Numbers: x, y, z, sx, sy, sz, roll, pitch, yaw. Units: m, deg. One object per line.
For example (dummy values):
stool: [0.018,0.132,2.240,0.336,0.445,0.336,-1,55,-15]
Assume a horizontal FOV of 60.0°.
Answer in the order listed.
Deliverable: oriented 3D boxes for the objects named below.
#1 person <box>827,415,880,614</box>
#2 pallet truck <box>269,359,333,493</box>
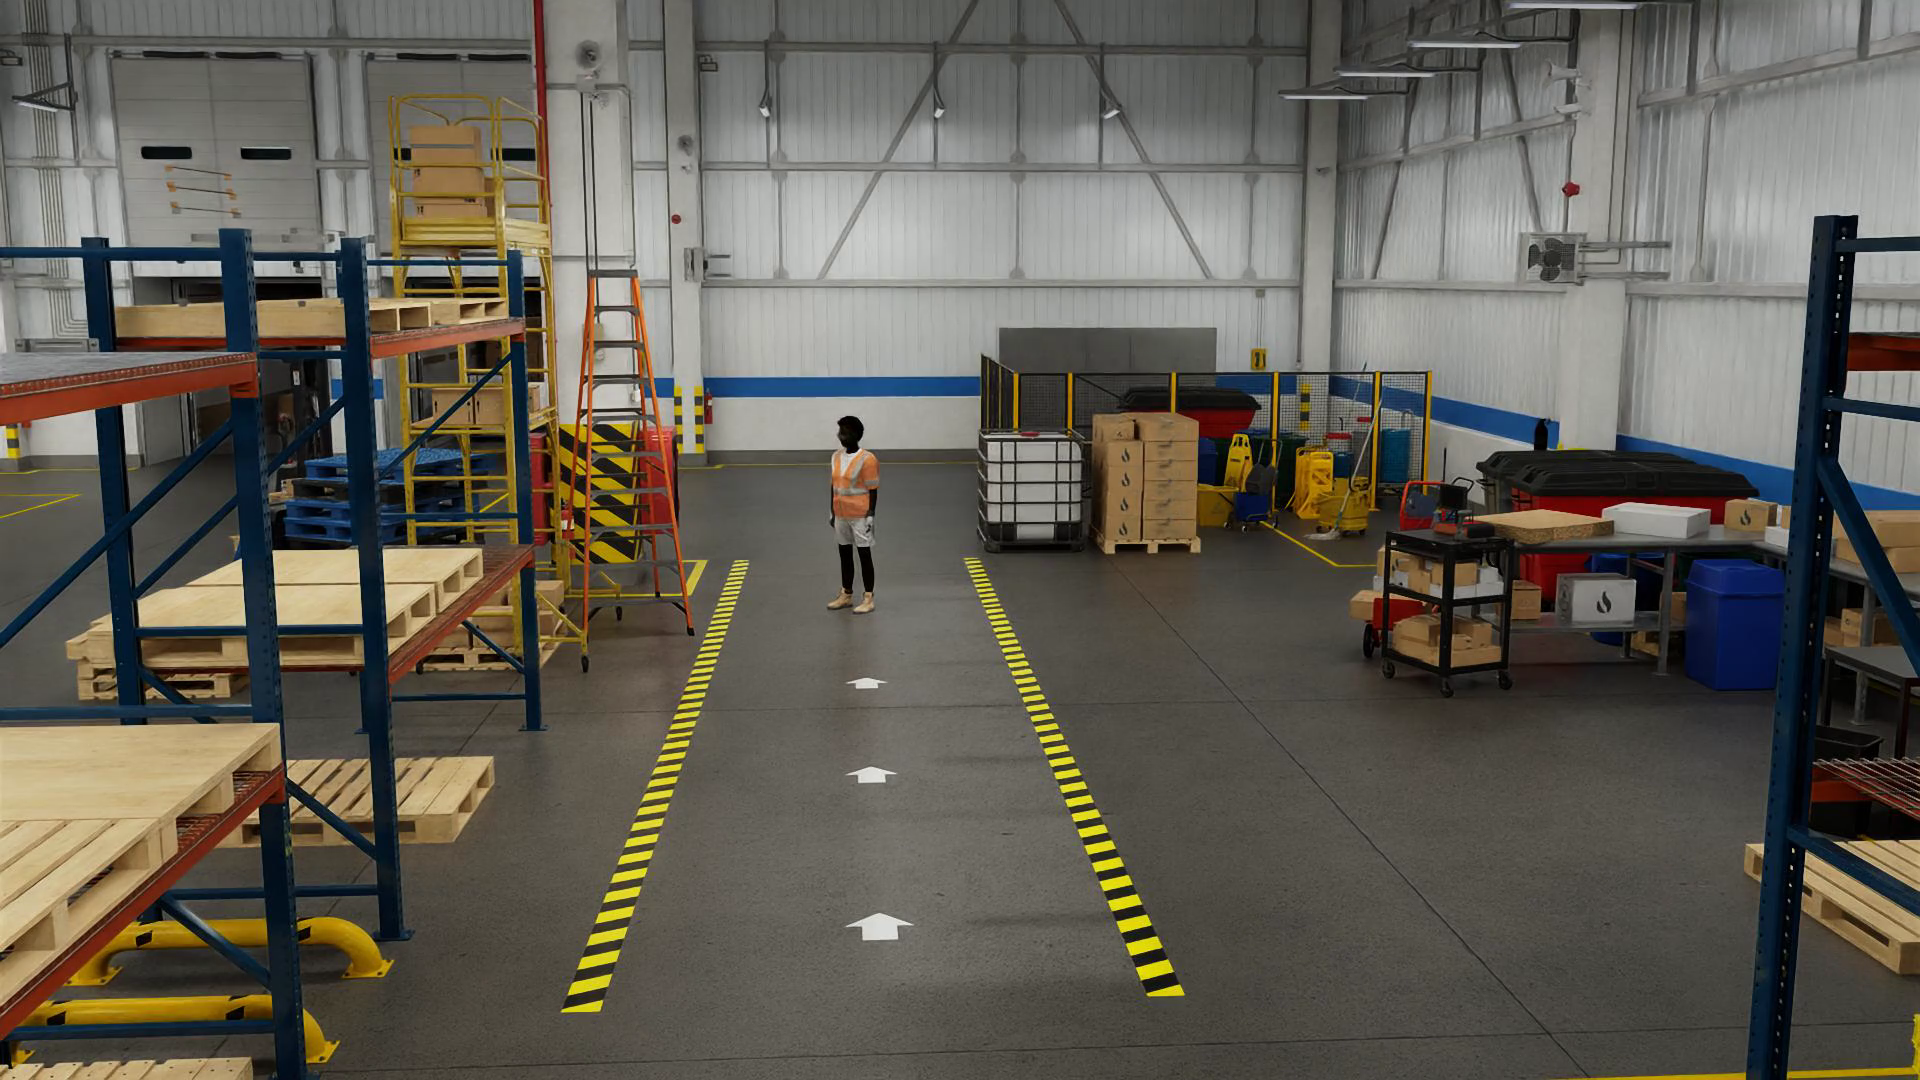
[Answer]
person: [-0.918,-0.215,14.187,0.541,1.695,0.316,8,12,41]
pallet truck: [-7.062,-1.131,18.996,1.885,1.965,0.823,2,9,13]
